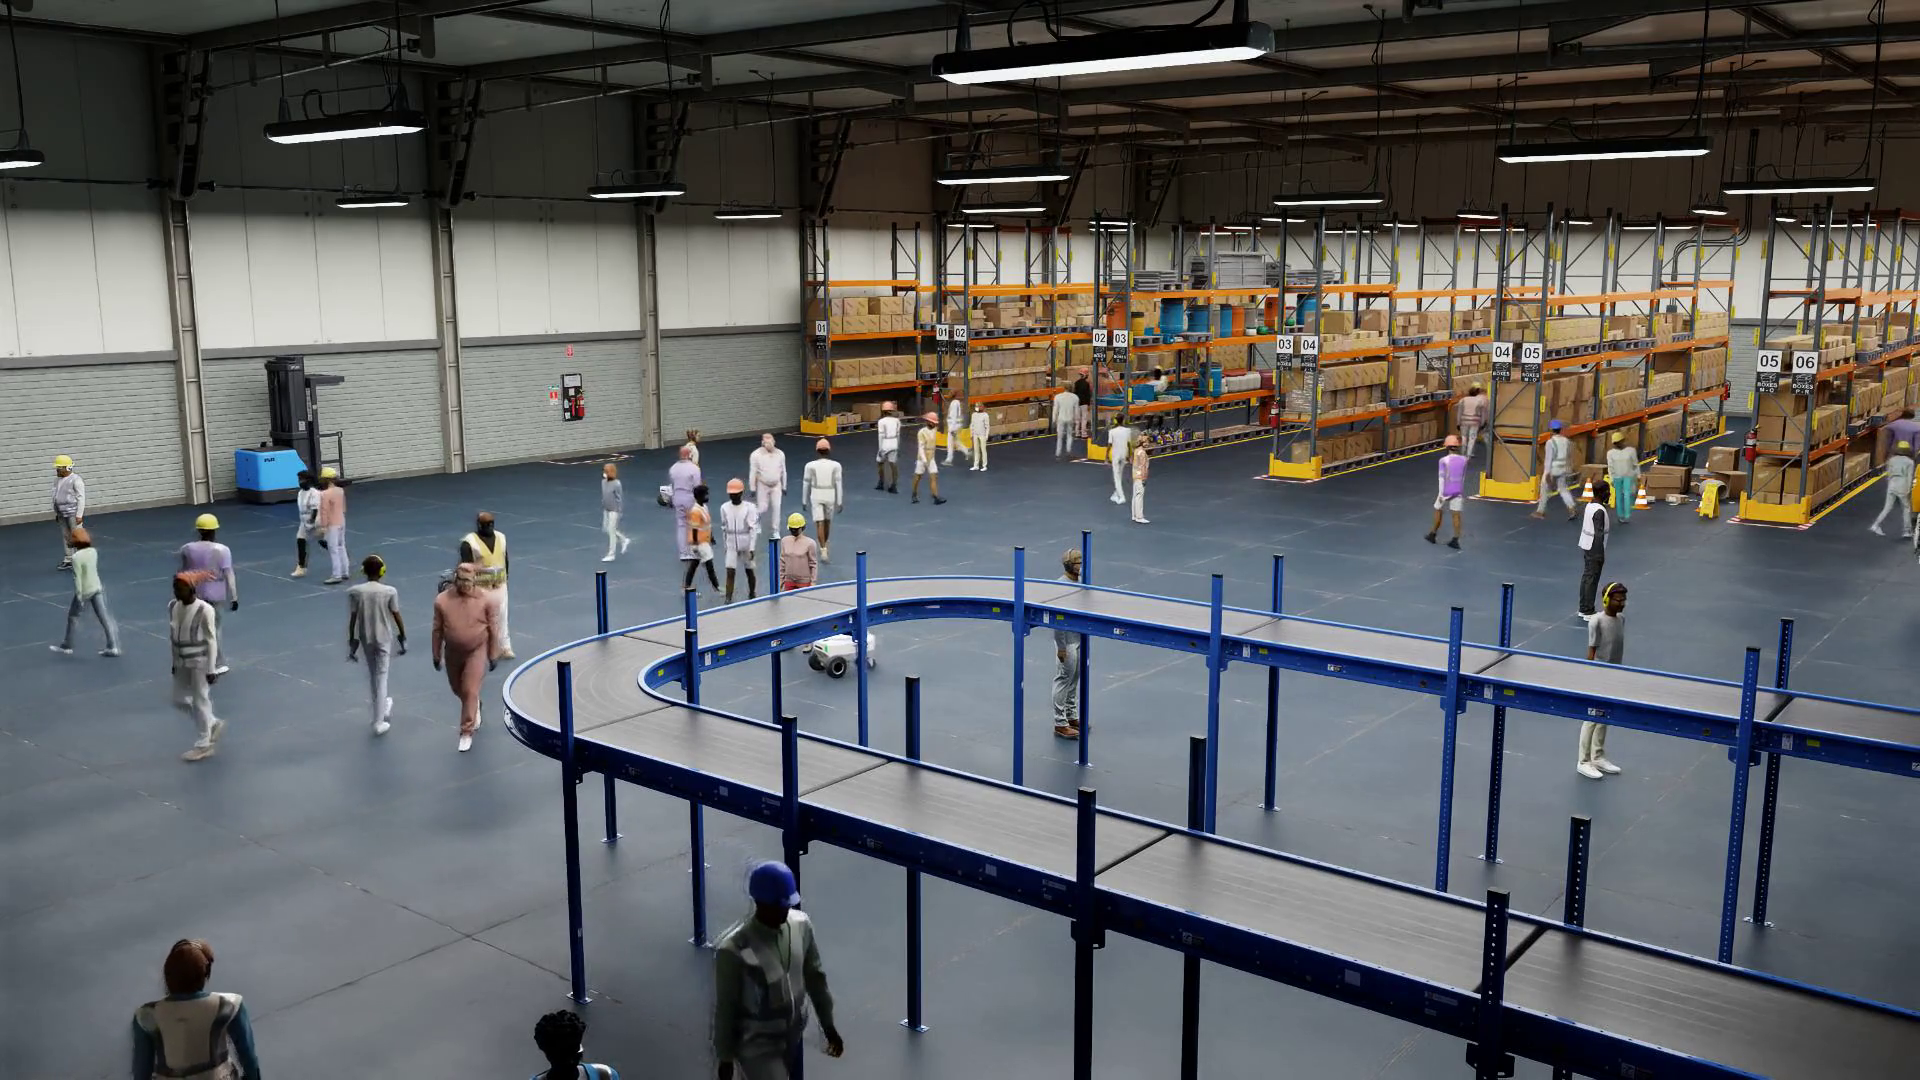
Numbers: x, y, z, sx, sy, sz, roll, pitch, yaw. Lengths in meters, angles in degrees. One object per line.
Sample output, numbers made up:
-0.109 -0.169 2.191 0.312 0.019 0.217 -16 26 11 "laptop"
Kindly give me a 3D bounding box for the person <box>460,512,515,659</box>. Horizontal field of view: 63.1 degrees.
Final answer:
-5.897 0.532 19.418 0.638 1.801 0.948 -9 14 -42 "person"

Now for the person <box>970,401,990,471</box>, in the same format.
0.458 -2.430 36.545 0.509 1.632 0.266 7 13 36 "person"

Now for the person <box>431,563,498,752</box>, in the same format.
-5.014 1.125 15.907 0.659 1.867 0.907 0 10 0 "person"

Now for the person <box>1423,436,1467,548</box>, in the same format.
8.372 -0.848 26.897 0.557 1.904 0.840 -2 10 -13 "person"

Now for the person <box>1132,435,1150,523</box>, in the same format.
3.379 -1.145 29.303 0.314 1.636 0.515 -1 10 -7 "person"

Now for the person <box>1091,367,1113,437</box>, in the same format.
3.981 -3.857 43.703 0.625 1.950 1.014 8 13 38 "person"

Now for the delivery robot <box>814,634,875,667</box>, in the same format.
-1.376 1.263 18.650 0.707 0.478 0.477 -7 12 -33 "delivery robot"

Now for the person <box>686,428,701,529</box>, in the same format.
-4.891 -1.134 28.658 0.330 1.843 0.513 -4 11 -23 "person"

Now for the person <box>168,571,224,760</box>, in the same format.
-7.519 1.214 15.365 0.608 1.871 0.448 5 11 24 "person"

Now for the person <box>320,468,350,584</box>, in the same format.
-9.519 -0.212 23.779 0.314 1.741 0.590 2 10 11 "person"

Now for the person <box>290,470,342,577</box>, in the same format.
-10.052 -0.281 24.376 0.526 1.663 0.832 6 12 29 "person"

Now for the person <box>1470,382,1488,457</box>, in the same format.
12.943 -2.990 38.967 0.614 1.897 0.746 -5 11 -27 "person"

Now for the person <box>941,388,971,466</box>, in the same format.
-0.114 -2.714 37.460 0.645 1.870 0.600 2 10 8 "person"

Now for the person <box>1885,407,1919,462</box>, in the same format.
19.382 -1.790 32.188 0.630 1.913 0.931 8 13 37 "person"

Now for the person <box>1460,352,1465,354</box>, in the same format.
16.097 -5.017 50.121 0.618 1.986 0.406 0 10 0 "person"

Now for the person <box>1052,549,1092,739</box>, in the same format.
1.151 1.049 16.108 0.372 1.940 0.631 5 11 28 "person"

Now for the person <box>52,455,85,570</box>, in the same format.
-14.108 -0.434 24.749 0.590 1.833 0.404 4 11 23 "person"

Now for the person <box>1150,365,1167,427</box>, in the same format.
5.866 -4.291 46.484 0.617 1.818 0.429 8 13 39 "person"

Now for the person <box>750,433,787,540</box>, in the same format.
-3.388 -0.959 27.572 0.660 1.886 0.580 -5 11 -24 "person"

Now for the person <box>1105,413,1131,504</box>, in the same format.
3.199 -1.653 31.595 0.540 1.842 0.785 -4 11 -21 "person"

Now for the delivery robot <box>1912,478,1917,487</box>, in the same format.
19.430 -1.063 31.741 0.707 0.478 0.477 -8 13 -40 "delivery robot"

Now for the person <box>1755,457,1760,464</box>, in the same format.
18.456 -2.386 35.767 0.608 1.824 0.403 6 12 31 "person"

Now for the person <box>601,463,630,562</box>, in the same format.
-5.645 -0.474 25.583 0.498 1.616 0.528 9 13 41 "person"

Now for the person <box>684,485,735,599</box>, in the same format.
-3.648 0.028 22.615 0.828 1.655 0.547 0 10 -2 "person"

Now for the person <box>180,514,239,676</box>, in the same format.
-8.843 0.645 18.457 0.602 1.914 0.436 1 10 5 "person"

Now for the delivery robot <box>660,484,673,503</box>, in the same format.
-5.639 -0.994 31.352 0.707 0.478 0.477 -9 13 -41 "delivery robot"

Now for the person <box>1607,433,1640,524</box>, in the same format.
12.312 -1.140 29.073 0.591 1.709 0.713 5 11 25 "person"

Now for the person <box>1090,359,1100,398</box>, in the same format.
4.192 -4.795 49.267 0.570 1.840 0.372 8 13 40 "person"

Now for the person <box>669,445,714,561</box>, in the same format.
-4.372 -0.613 25.576 0.680 1.889 0.658 6 12 32 "person"

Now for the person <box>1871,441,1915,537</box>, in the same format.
16.633 -0.904 27.783 0.679 1.691 0.506 -5 11 -28 "person"

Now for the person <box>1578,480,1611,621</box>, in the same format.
8.643 0.136 21.306 0.392 1.917 0.592 2 10 9 "person"

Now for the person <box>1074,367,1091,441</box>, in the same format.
3.379 -3.730 42.844 0.396 1.992 0.623 -6 12 -32 "person"

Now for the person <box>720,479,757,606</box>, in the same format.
-3.067 0.090 21.658 0.563 1.883 1.016 2 10 11 "person"

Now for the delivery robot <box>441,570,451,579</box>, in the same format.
-7.180 0.406 22.742 0.698 0.223 0.335 -6 12 -30 "delivery robot"

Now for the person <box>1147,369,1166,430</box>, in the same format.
5.425 -3.790 43.399 0.617 1.923 0.981 5 11 27 "person"

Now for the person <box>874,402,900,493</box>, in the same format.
-1.567 -1.982 33.222 0.581 1.907 0.786 -7 12 -35 "person"

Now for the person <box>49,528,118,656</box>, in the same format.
-10.867 0.650 19.335 0.862 1.582 0.511 1 10 6 "person"

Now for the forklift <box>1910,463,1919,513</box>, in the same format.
19.034 -1.348 28.998 2.313 2.155 1.214 8 13 37 "forklift"

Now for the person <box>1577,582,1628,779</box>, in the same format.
6.122 1.313 14.838 0.534 1.861 0.309 -7 12 -35 "person"

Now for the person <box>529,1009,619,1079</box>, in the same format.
-1.697 2.831 6.759 0.533 1.697 0.318 -7 12 -36 "person"

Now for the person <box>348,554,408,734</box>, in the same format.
-6.079 1.048 16.420 0.535 1.827 0.881 0 10 -2 "person"

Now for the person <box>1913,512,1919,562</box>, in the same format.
13.790 0.127 22.143 0.536 1.626 0.370 5 11 25 "person"

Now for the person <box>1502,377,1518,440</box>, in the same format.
13.890 -3.120 39.432 0.667 1.984 0.928 5 11 26 "person"

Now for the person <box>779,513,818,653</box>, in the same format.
-2.031 0.525 19.555 0.522 1.762 0.328 4 11 22 "person"

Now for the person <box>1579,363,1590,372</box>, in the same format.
19.100 -4.597 47.920 0.545 1.929 0.389 -3 11 -17 "person"

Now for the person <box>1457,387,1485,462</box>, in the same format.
12.560 -2.847 38.409 0.643 1.803 0.895 5 11 27 "person"

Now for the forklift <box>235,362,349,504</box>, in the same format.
-13.803 -2.244 32.110 1.129 2.768 1.873 8 13 37 "forklift"

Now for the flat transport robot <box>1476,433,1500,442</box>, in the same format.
14.716 -2.811 42.643 1.431 0.197 0.652 -5 11 -24 "flat transport robot"

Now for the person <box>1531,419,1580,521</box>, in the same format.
11.297 -1.321 29.528 0.625 1.920 0.906 -6 12 -31 "person"

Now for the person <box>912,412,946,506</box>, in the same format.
-0.655 -1.641 31.463 0.565 1.869 1.009 -10 14 -43 "person"

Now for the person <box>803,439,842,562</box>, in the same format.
-2.251 -0.659 25.632 0.643 1.986 1.089 -2 10 -11 "person"

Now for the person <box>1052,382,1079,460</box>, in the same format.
2.602 -2.944 38.700 0.669 1.908 0.490 -1 10 -4 "person"

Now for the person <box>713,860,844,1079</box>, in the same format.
-0.885 2.525 7.892 0.993 1.892 0.628 8 13 37 "person"

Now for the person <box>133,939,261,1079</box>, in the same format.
-3.710 2.715 7.663 0.545 1.599 0.805 -3 10 -15 "person"
